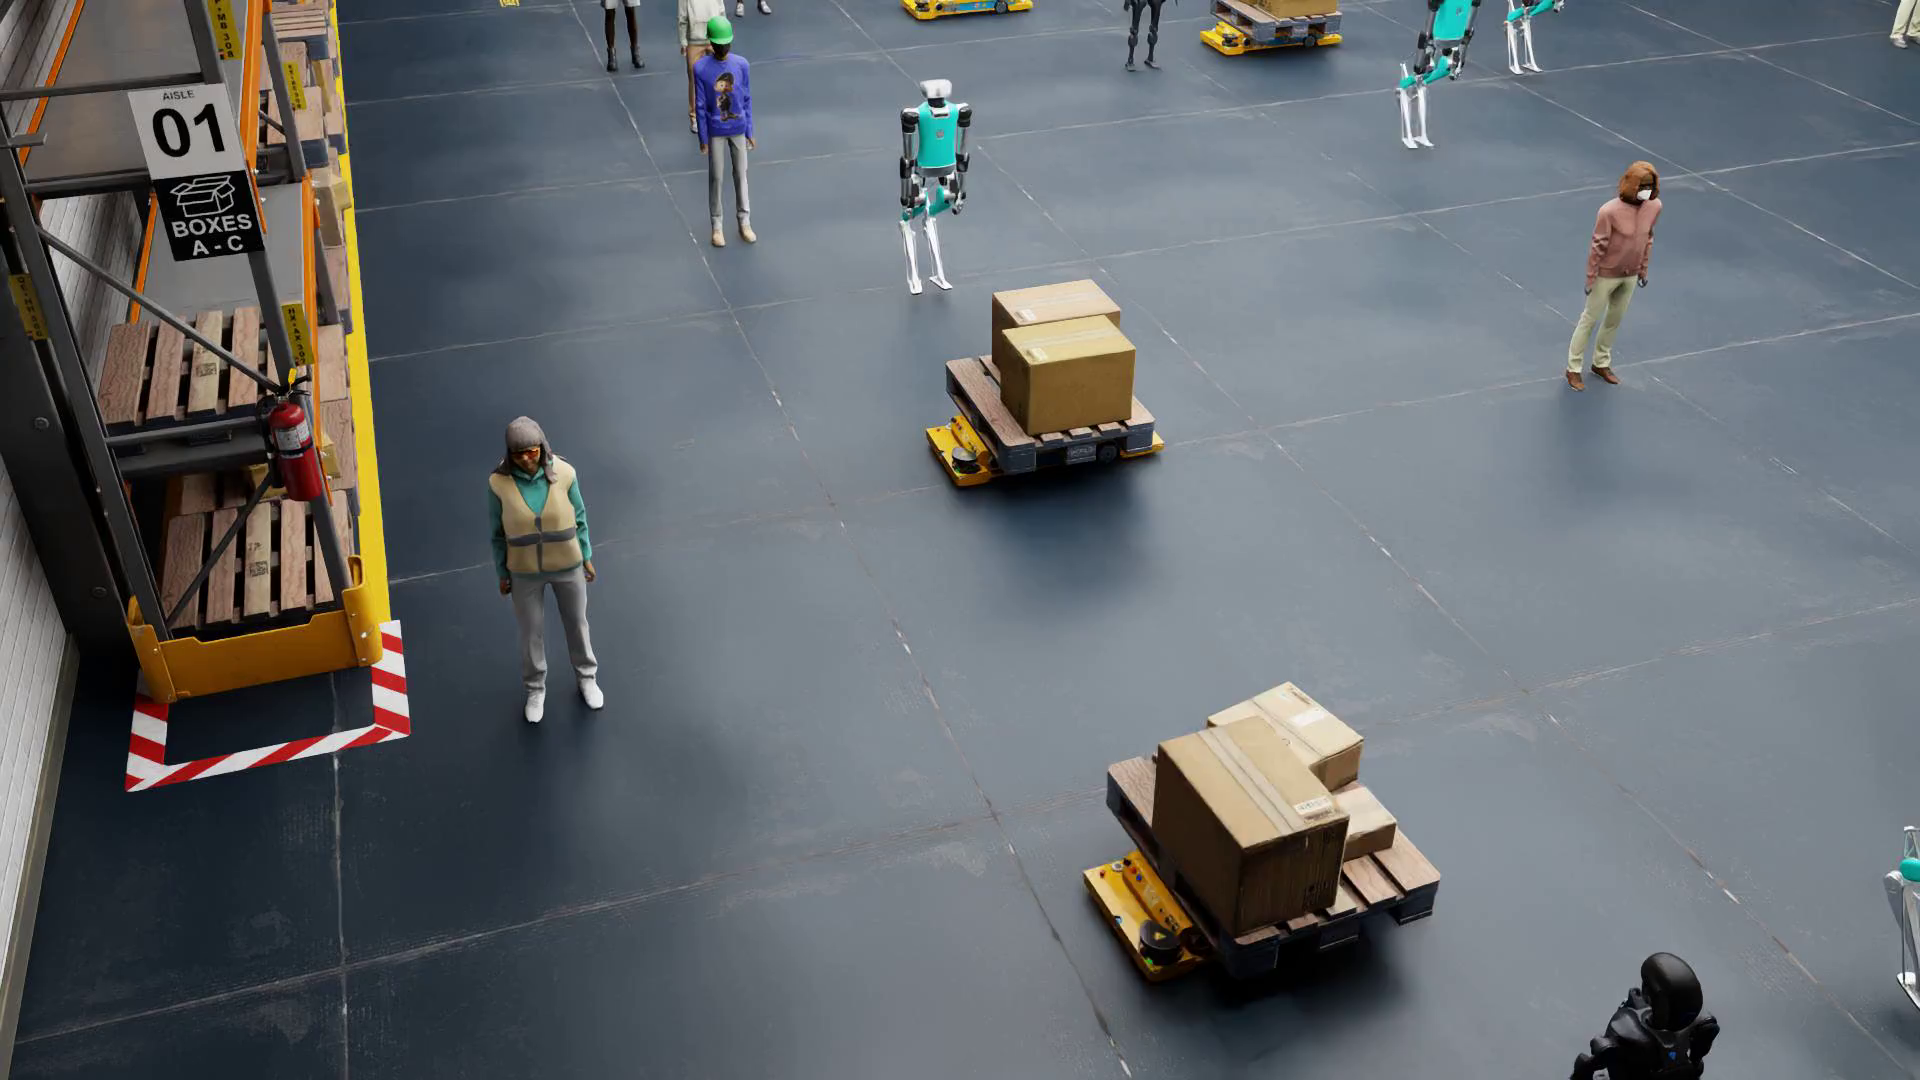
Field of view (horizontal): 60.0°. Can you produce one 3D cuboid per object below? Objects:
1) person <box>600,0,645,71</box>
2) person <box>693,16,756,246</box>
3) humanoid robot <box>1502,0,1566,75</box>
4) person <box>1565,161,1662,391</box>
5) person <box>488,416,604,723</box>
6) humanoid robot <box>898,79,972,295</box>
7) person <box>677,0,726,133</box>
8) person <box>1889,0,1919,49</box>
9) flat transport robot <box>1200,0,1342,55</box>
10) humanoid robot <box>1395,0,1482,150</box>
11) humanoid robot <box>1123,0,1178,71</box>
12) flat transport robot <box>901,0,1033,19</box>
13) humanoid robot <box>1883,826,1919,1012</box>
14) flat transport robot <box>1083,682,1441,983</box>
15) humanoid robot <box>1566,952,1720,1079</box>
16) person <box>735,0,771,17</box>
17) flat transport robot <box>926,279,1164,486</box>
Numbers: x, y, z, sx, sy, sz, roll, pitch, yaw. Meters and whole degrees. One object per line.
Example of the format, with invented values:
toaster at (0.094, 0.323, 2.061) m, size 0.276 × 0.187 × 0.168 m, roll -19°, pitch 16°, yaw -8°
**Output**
person at (-3.576, -5.891, 17.368) m, size 0.550 × 1.934 × 0.371 m, roll -11°, pitch 35°, yaw -16°
person at (-1.889, -3.299, 13.454) m, size 0.468 × 1.870 × 0.363 m, roll -11°, pitch 35°, yaw -16°
humanoid robot at (5.915, -5.670, 17.092) m, size 0.533 × 1.673 × 0.735 m, roll -11°, pitch 35°, yaw -16°
person at (4.489, -1.806, 11.377) m, size 0.506 × 1.631 × 0.264 m, roll -11°, pitch 35°, yaw -16°
person at (-2.077, 0.137, 8.328) m, size 0.473 × 1.708 × 0.364 m, roll -11°, pitch 35°, yaw -16°
humanoid robot at (-0.254, -2.711, 12.550) m, size 0.533 × 1.677 × 0.735 m, roll -11°, pitch 35°, yaw -16°
person at (-2.427, -4.715, 15.802) m, size 0.475 × 1.673 × 0.386 m, roll -11°, pitch 35°, yaw -16°
person at (10.581, -6.309, 18.094) m, size 0.568 × 1.840 × 0.372 m, roll -11°, pitch 35°, yaw -16°
flat transport robot at (3.463, -5.636, 18.502) m, size 1.431 × 0.231 × 0.659 m, roll -11°, pitch 35°, yaw -16°
humanoid robot at (4.306, -4.432, 15.251) m, size 0.532 × 1.713 × 0.770 m, roll -11°, pitch 35°, yaw -16°
humanoid robot at (1.992, -5.771, 17.407) m, size 0.599 × 1.657 × 0.315 m, roll -11°, pitch 35°, yaw -16°
flat transport robot at (0.082, -6.384, 19.650) m, size 1.431 × 0.231 × 0.659 m, roll -11°, pitch 35°, yaw -16°
humanoid robot at (4.103, 1.155, 6.620) m, size 0.533 × 1.677 × 0.735 m, roll -11°, pitch 35°, yaw -16°
flat transport robot at (1.345, 1.515, 7.535) m, size 1.431 × 0.231 × 0.659 m, roll -13°, pitch 35°, yaw -19°
humanoid robot at (2.179, 1.980, 5.520) m, size 0.599 × 1.657 × 0.315 m, roll -11°, pitch 35°, yaw -16°
person at (-2.443, -7.037, 19.123) m, size 0.565 × 1.936 × 0.434 m, roll -11°, pitch 35°, yaw -16°
flat transport robot at (0.555, -0.695, 10.925) m, size 1.431 × 0.231 × 0.659 m, roll -11°, pitch 35°, yaw -16°
